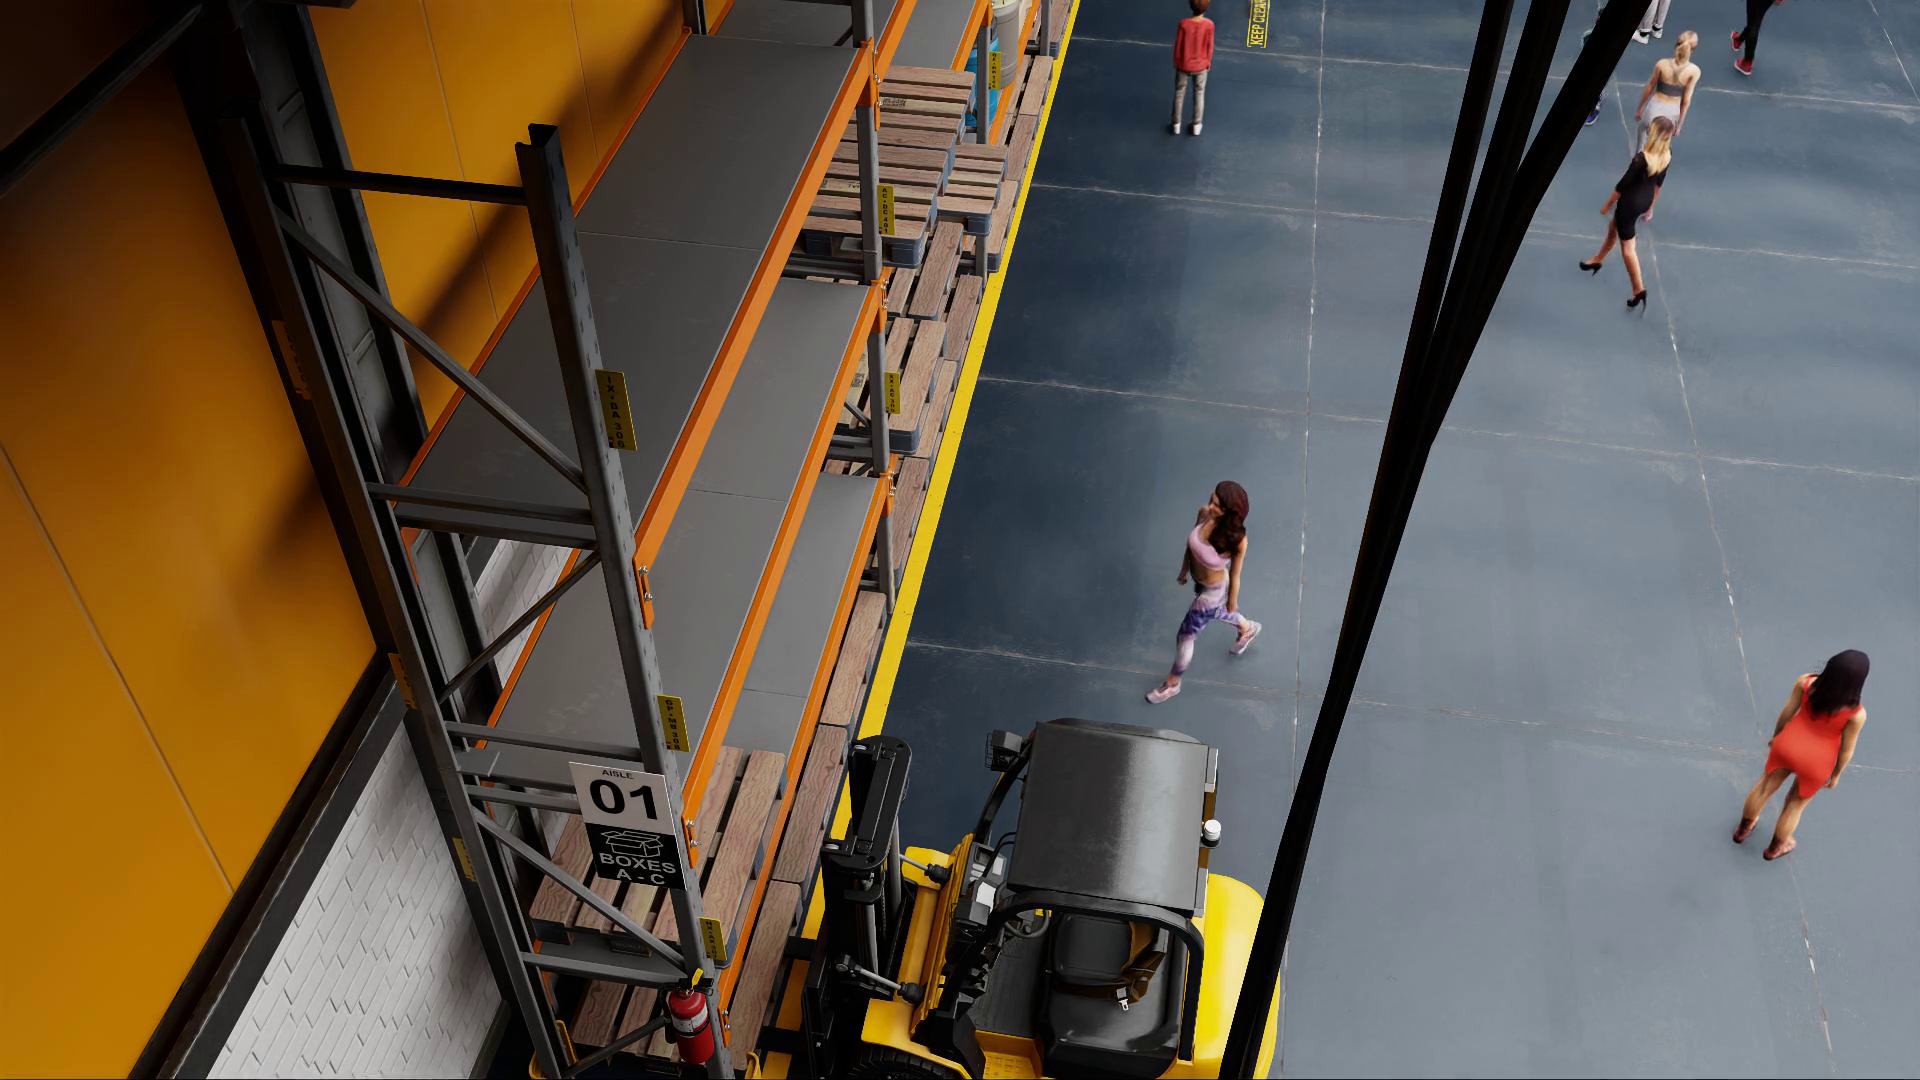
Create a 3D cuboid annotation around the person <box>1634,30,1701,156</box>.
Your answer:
[{"bbox_3d":[6.249,-3.714,14.901,0.758,1.667,1.152,16,46,16],"label":"person"}]

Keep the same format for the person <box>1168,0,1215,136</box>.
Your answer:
[{"bbox_3d":[2.240,-4.582,15.997,0.526,1.412,0.512,5,44,5],"label":"person"}]

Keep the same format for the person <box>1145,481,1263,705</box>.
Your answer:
[{"bbox_3d":[1.658,0.275,10.668,1.137,1.730,1.169,-20,47,-20],"label":"person"}]

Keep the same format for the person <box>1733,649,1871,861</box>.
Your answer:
[{"bbox_3d":[4.897,1.243,9.661,0.717,1.718,0.676,-31,52,-28],"label":"person"}]

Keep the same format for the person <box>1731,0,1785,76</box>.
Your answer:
[{"bbox_3d":[8.153,-5.503,16.795,0.720,1.645,1.022,-1,44,-1],"label":"person"}]

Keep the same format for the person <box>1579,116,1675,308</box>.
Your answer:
[{"bbox_3d":[5.655,-2.705,13.863,0.983,1.638,1.076,-23,48,-22],"label":"person"}]
